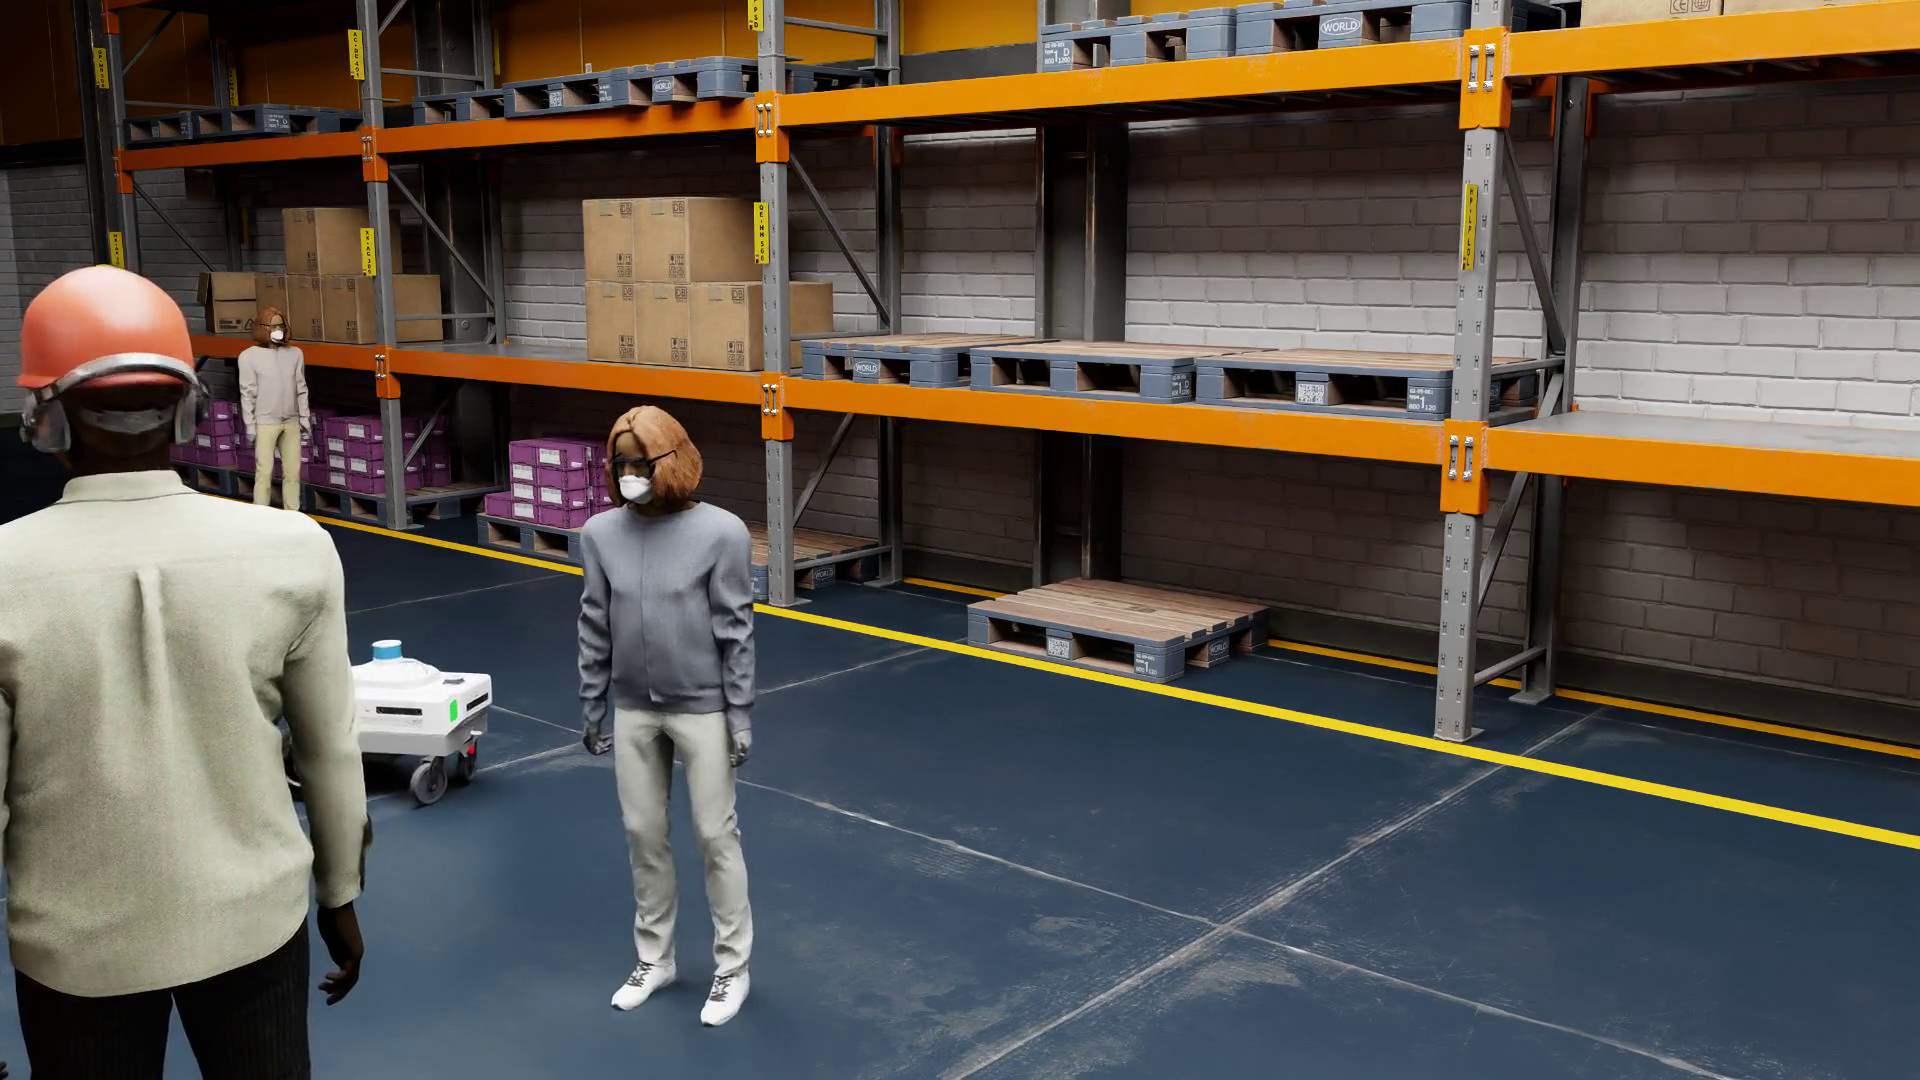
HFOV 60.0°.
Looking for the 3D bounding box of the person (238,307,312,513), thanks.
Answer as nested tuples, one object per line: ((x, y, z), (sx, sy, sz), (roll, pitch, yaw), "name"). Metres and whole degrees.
((-4.715, -0.792, 11.477), (0.282, 1.624, 0.493), (6, 12, 32), "person")

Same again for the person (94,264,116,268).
((-5.493, -0.827, 10.852), (0.390, 1.922, 0.589), (4, 11, 20), "person")

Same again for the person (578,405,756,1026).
((-0.768, 0.456, 4.378), (0.509, 1.623, 0.283), (3, 10, 17), "person")

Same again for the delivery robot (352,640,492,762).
((-2.128, 0.618, 6.223), (0.707, 0.478, 0.477), (2, 10, 9), "delivery robot")

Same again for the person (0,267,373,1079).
((-1.227, 0.589, 2.560), (0.625, 1.991, 0.391), (-8, 13, -37), "person")
